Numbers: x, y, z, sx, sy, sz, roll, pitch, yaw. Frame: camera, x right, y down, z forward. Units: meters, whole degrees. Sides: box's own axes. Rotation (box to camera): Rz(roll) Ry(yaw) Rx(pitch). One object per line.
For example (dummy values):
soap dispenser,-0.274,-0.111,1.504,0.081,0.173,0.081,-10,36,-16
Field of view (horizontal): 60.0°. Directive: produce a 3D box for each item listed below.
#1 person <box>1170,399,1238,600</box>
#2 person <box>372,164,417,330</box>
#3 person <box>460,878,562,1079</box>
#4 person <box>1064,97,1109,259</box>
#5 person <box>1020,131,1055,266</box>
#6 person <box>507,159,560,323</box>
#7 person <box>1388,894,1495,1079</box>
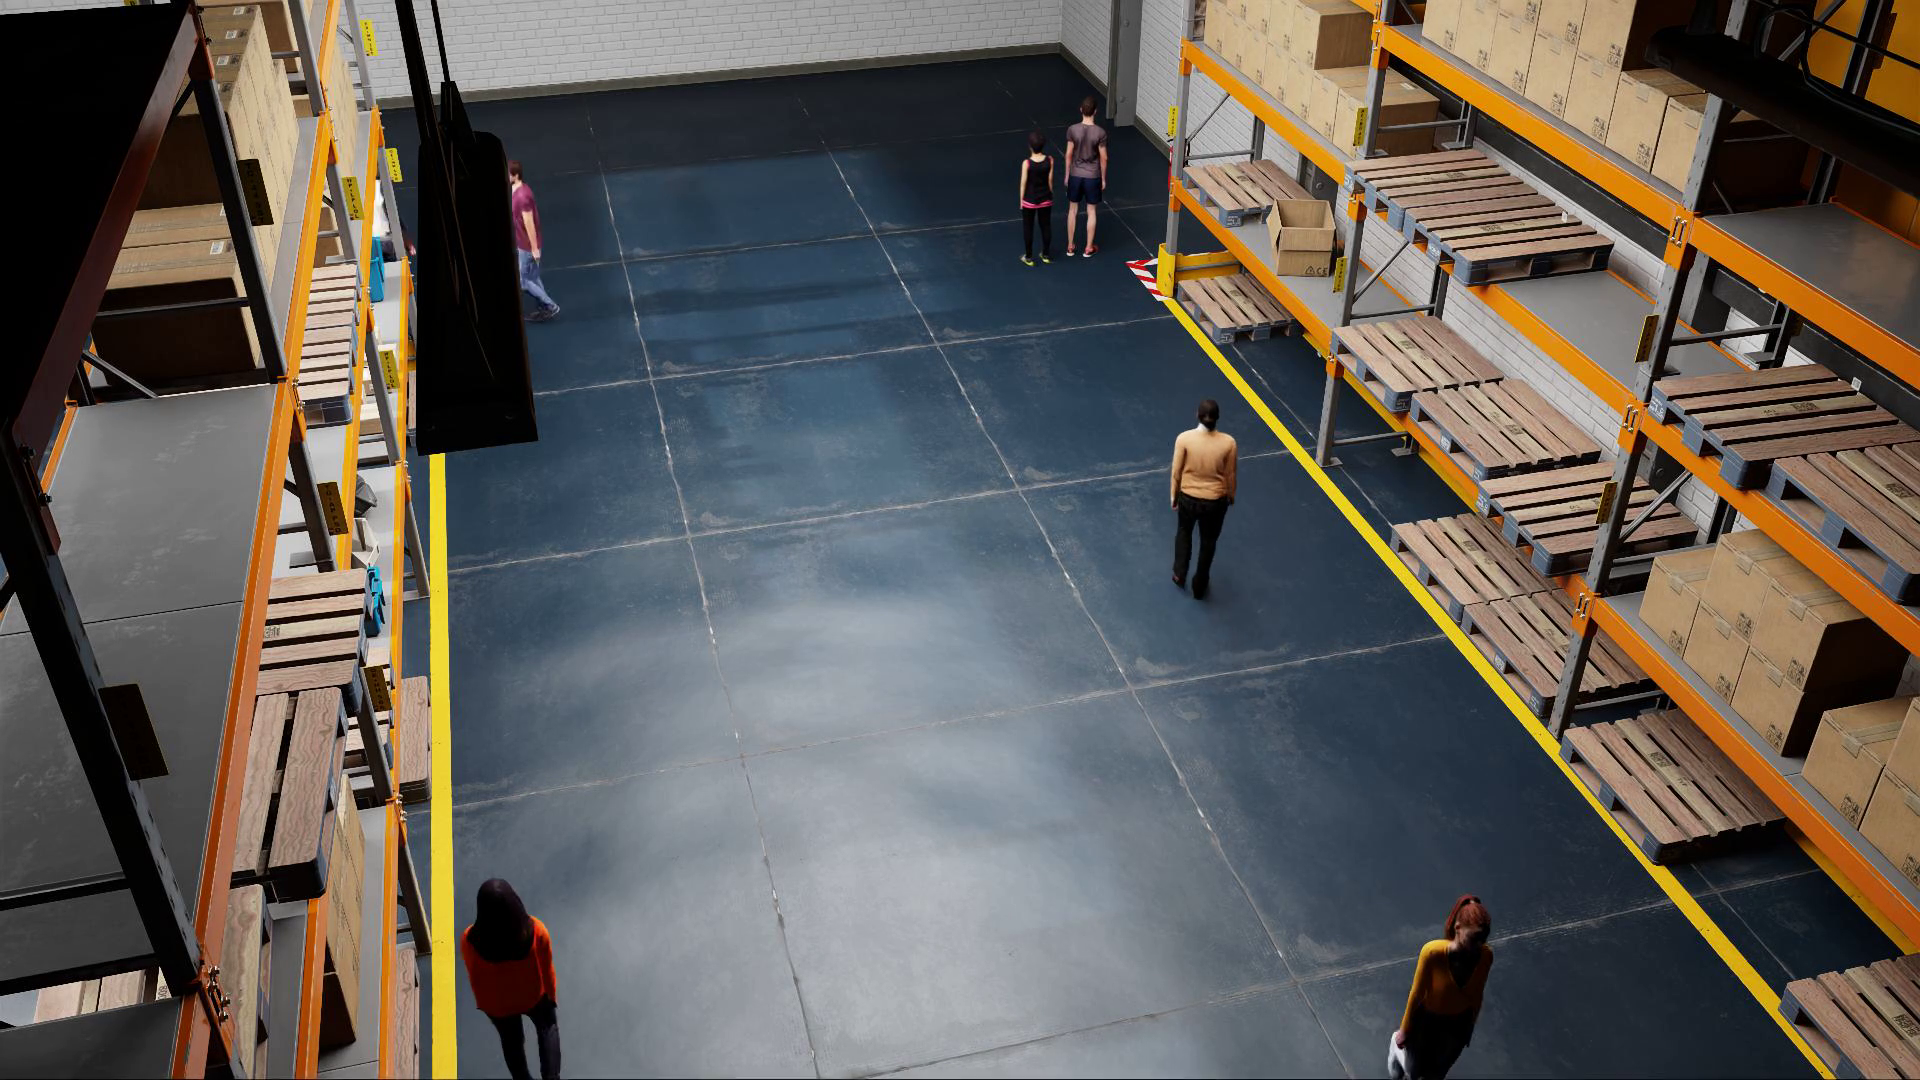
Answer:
person,1.934,-0.283,13.299,0.787,1.740,0.806,9,35,13
person,-6.061,-3.043,17.335,0.861,1.869,0.776,-24,40,-31
person,-2.405,2.554,9.034,0.616,1.737,0.738,-8,34,-12
person,1.425,-4.139,18.998,0.720,1.853,0.700,7,34,11
person,0.879,-3.885,18.888,0.526,1.551,0.516,-9,35,-13
person,-4.465,-3.135,17.503,0.729,1.836,0.595,-9,35,-13
person,2.563,2.556,9.033,0.698,1.734,0.962,-3,34,-5
